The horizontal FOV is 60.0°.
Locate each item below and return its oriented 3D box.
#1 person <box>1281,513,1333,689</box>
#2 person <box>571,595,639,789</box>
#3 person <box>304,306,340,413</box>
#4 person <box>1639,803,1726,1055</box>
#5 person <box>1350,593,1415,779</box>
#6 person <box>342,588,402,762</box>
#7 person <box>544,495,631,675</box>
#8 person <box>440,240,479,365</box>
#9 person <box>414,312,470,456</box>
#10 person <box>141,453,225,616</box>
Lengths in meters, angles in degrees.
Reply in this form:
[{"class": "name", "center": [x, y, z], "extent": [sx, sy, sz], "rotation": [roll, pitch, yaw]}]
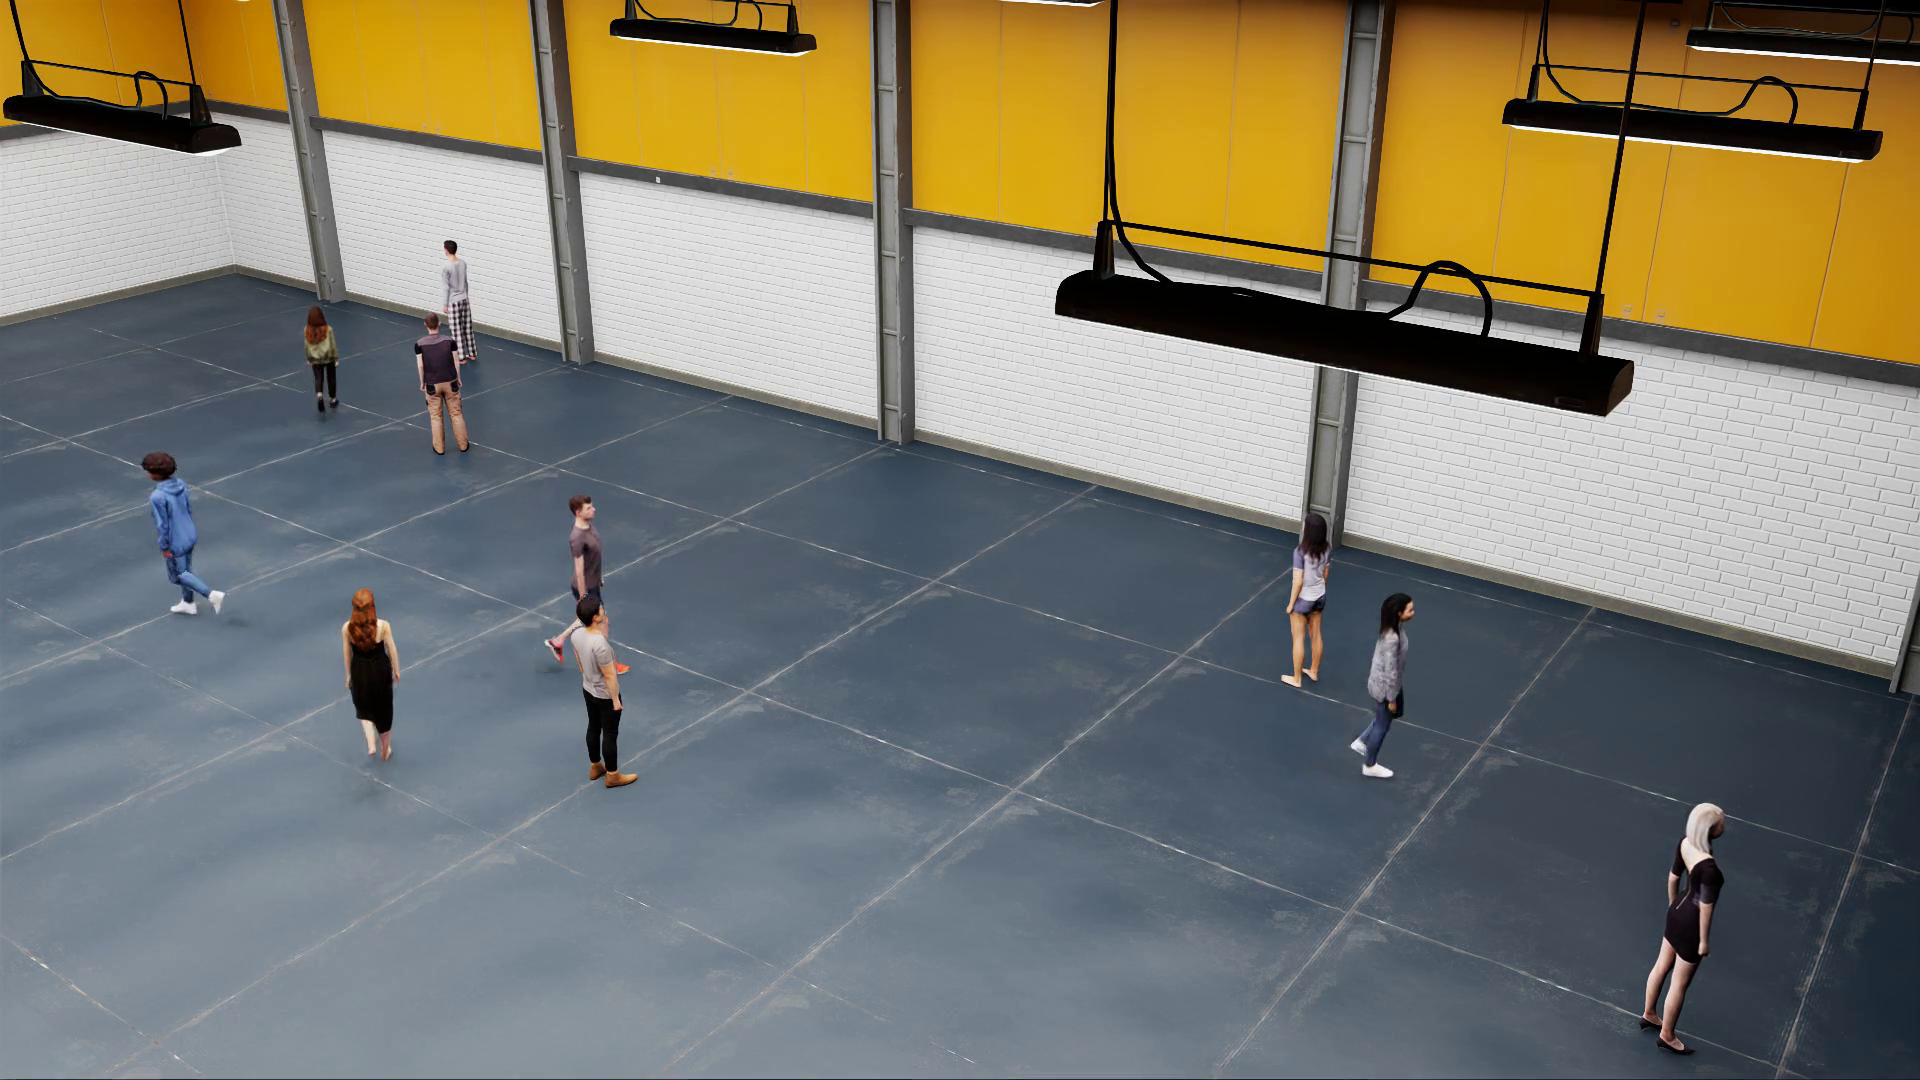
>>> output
[{"class": "person", "center": [3.242, 0.547, 15.488], "extent": [0.655, 1.734, 0.640], "rotation": [-14, 27, -28]}, {"class": "person", "center": [-3.010, 1.250, 13.892], "extent": [0.702, 1.725, 0.522], "rotation": [-22, 32, -40]}, {"class": "person", "center": [-8.704, -2.439, 22.661], "extent": [0.899, 1.460, 0.951], "rotation": [-3, 24, -7]}, {"class": "person", "center": [4.748, 2.515, 10.867], "extent": [0.698, 1.829, 0.657], "rotation": [-2, 24, -5]}, {"class": "person", "center": [3.491, 1.211, 13.985], "extent": [0.783, 1.721, 0.760], "rotation": [4, 24, 9]}, {"class": "person", "center": [-5.018, 1.196, 14.154], "extent": [0.746, 1.613, 0.804], "rotation": [-5, 24, -11]}, {"class": "person", "center": [-3.579, 0.428, 15.638], "extent": [1.138, 1.833, 1.022], "rotation": [-1, 24, -2]}, {"class": "person", "center": [-7.460, -3.543, 24.702], "extent": [0.535, 1.847, 0.629], "rotation": [14, 27, 29]}, {"class": "person", "center": [-6.620, -2.005, 21.192], "extent": [0.774, 1.841, 0.795], "rotation": [-9, 25, -19]}, {"class": "person", "center": [-7.795, -0.014, 16.707], "extent": [1.080, 1.786, 0.921], "rotation": [5, 24, 11]}]
